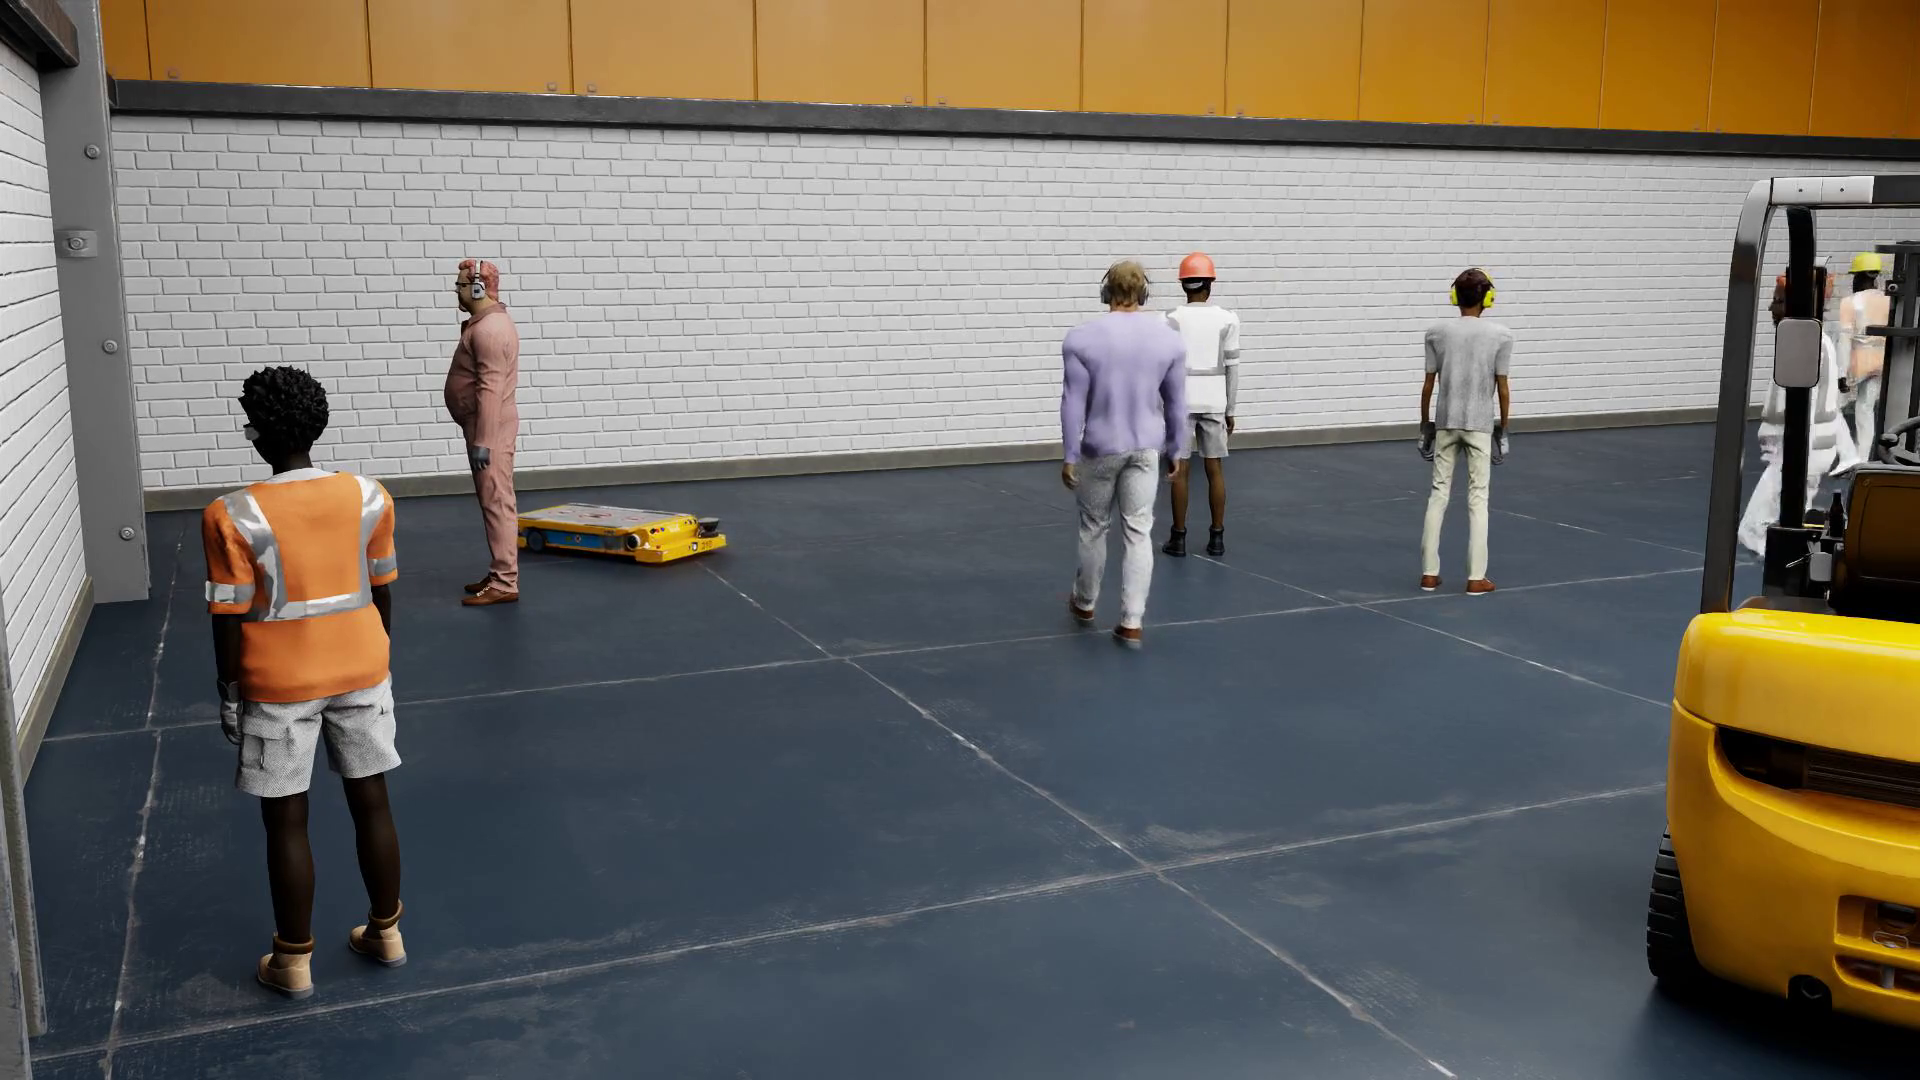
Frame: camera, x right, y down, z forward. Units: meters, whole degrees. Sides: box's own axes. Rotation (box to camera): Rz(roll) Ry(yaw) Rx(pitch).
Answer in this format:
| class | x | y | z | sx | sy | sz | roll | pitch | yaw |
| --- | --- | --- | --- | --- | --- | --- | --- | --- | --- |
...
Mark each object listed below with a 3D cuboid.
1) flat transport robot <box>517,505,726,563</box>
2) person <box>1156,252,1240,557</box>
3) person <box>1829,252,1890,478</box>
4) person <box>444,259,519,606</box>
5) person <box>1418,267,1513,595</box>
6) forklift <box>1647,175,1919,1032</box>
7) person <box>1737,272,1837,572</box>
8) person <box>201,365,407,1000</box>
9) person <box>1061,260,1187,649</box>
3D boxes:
| class | x | y | z | sx | sy | sz | roll | pitch | yaw |
| --- | --- | --- | --- | --- | --- | --- | --- | --- | --- |
| flat transport robot | -2.299 | -0.060 | 10.814 | 1.431 | 0.197 | 0.652 | 6 | 12 | 28 |
| person | 1.491 | -0.853 | 10.598 | 0.547 | 1.934 | 0.376 | -1 | 10 | -3 |
| person | 7.541 | -1.451 | 13.957 | 0.593 | 1.907 | 0.416 | -2 | 11 | -13 |
| person | -2.644 | -0.595 | 9.253 | 0.410 | 1.909 | 0.643 | -2 | 11 | -12 |
| person | 2.882 | -0.619 | 9.529 | 0.508 | 1.859 | 0.351 | 6 | 12 | 29 |
| forklift | 2.810 | 0.094 | 4.662 | 1.214 | 2.155 | 2.313 | 7 | 12 | 34 |
| person | 4.052 | -0.376 | 8.131 | 0.413 | 1.871 | 0.586 | 7 | 12 | 34 |
| person | -1.745 | 0.381 | 4.471 | 0.320 | 1.694 | 0.531 | 10 | 14 | 42 |
| person | 0.807 | -0.450 | 8.436 | 0.657 | 1.907 | 0.823 | -1 | 10 | -5 |
